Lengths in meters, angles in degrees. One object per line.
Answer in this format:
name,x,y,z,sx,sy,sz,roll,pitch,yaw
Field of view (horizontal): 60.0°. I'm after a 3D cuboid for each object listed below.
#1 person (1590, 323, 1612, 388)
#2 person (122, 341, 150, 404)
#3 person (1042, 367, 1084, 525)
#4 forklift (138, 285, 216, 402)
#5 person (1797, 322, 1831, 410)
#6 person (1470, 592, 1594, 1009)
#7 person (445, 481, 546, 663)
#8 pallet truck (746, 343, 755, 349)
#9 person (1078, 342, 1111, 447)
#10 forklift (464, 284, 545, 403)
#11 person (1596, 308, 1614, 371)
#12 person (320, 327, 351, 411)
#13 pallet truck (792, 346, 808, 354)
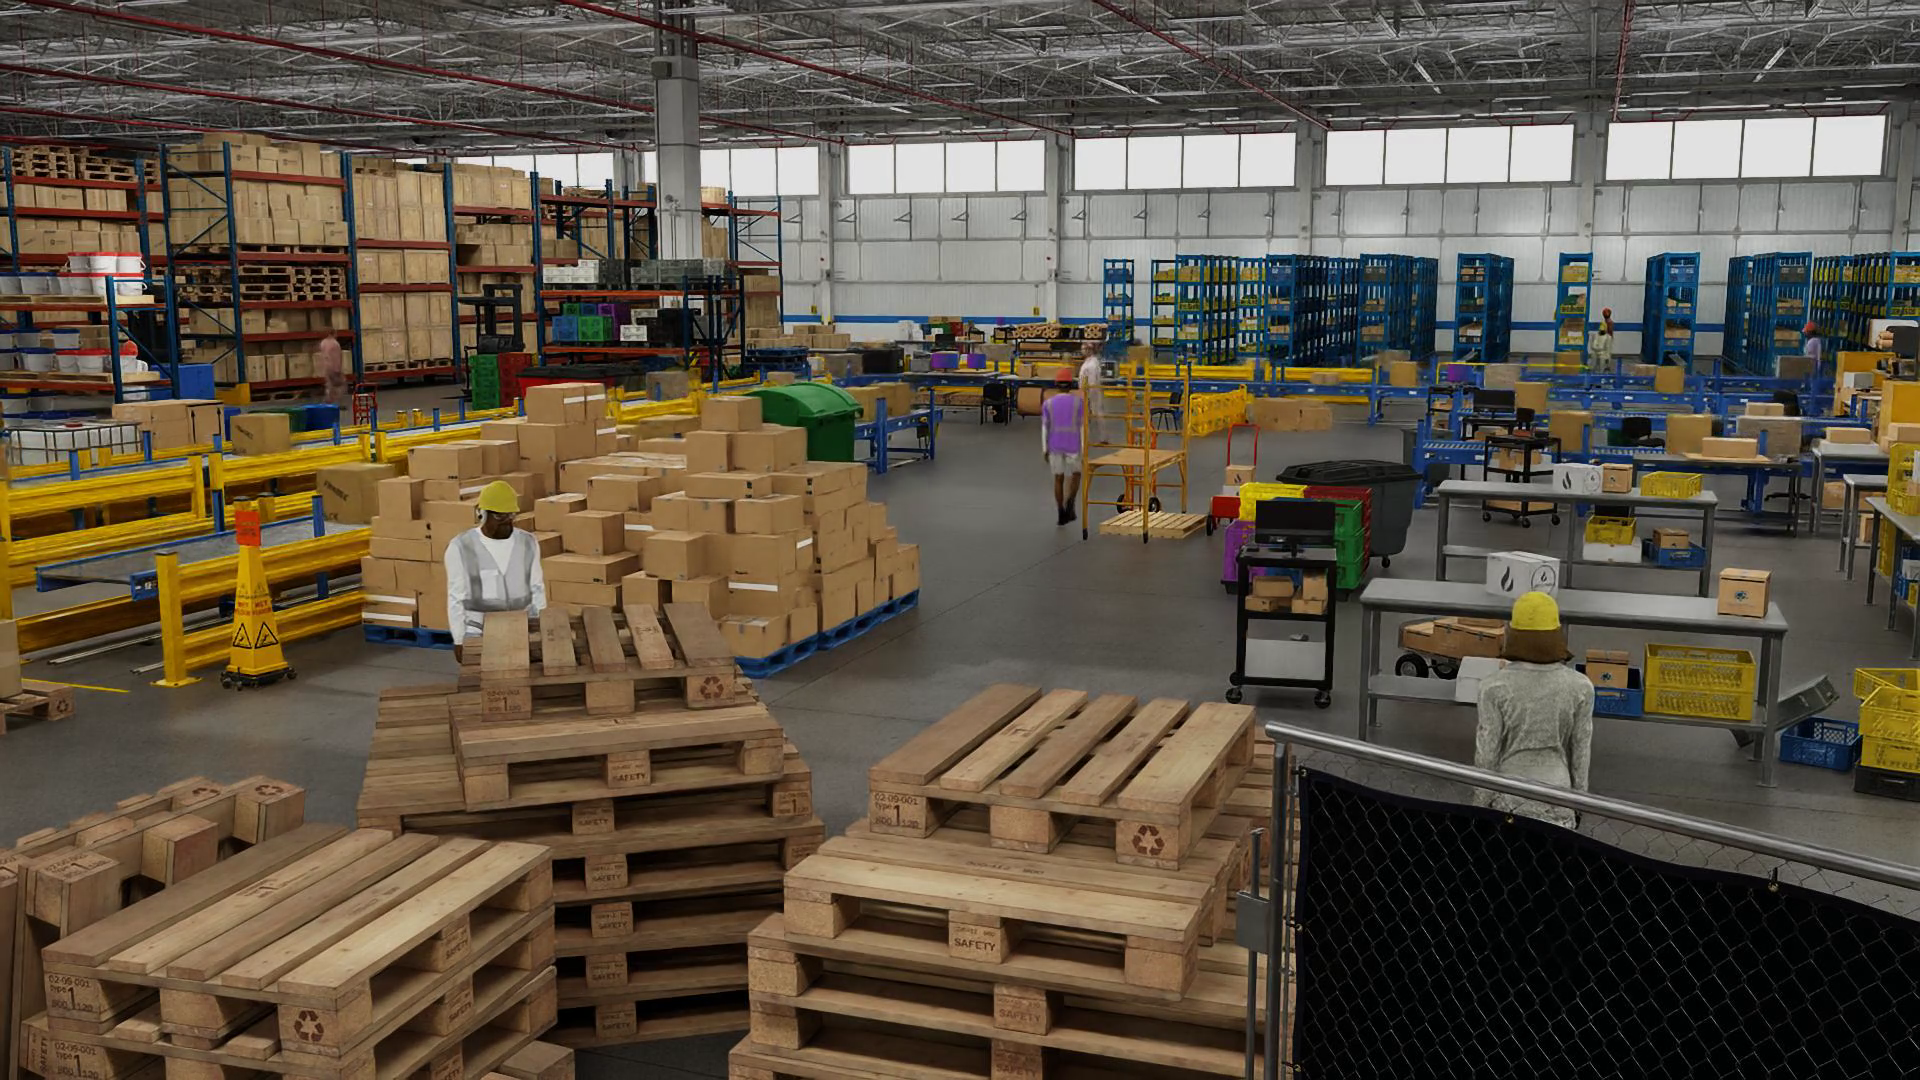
person,16.991,-4.878,44.170,0.598,1.782,0.670,7,12,39
person,-14.074,-2.430,28.347,0.383,1.929,0.539,9,12,43
person,1.279,-1.140,20.242,0.586,1.920,0.419,2,9,15
forklift,-17.480,-4.200,36.461,1.873,2.768,1.129,3,10,19
person,19.216,-3.906,37.417,0.637,1.997,0.965,-9,12,-43
person,2.350,1.076,6.897,0.487,1.741,0.314,0,9,-1
person,-2.779,0.543,10.031,0.608,1.821,0.414,-6,11,-35
pallet truck,-6.183,-4.618,44.264,1.601,1.201,0.680,-9,12,-43
person,2.212,-2.554,29.329,0.993,1.852,0.670,-1,9,-9
forklift,-10.832,-4.702,39.610,1.129,2.768,1.873,3,10,20
person,20.491,-6.350,52.742,0.382,1.993,0.609,0,9,-1
person,-13.949,-3.818,37.181,0.640,1.886,0.610,6,11,34
pallet truck,-3.705,-4.298,42.022,0.653,1.274,1.630,3,10,20
